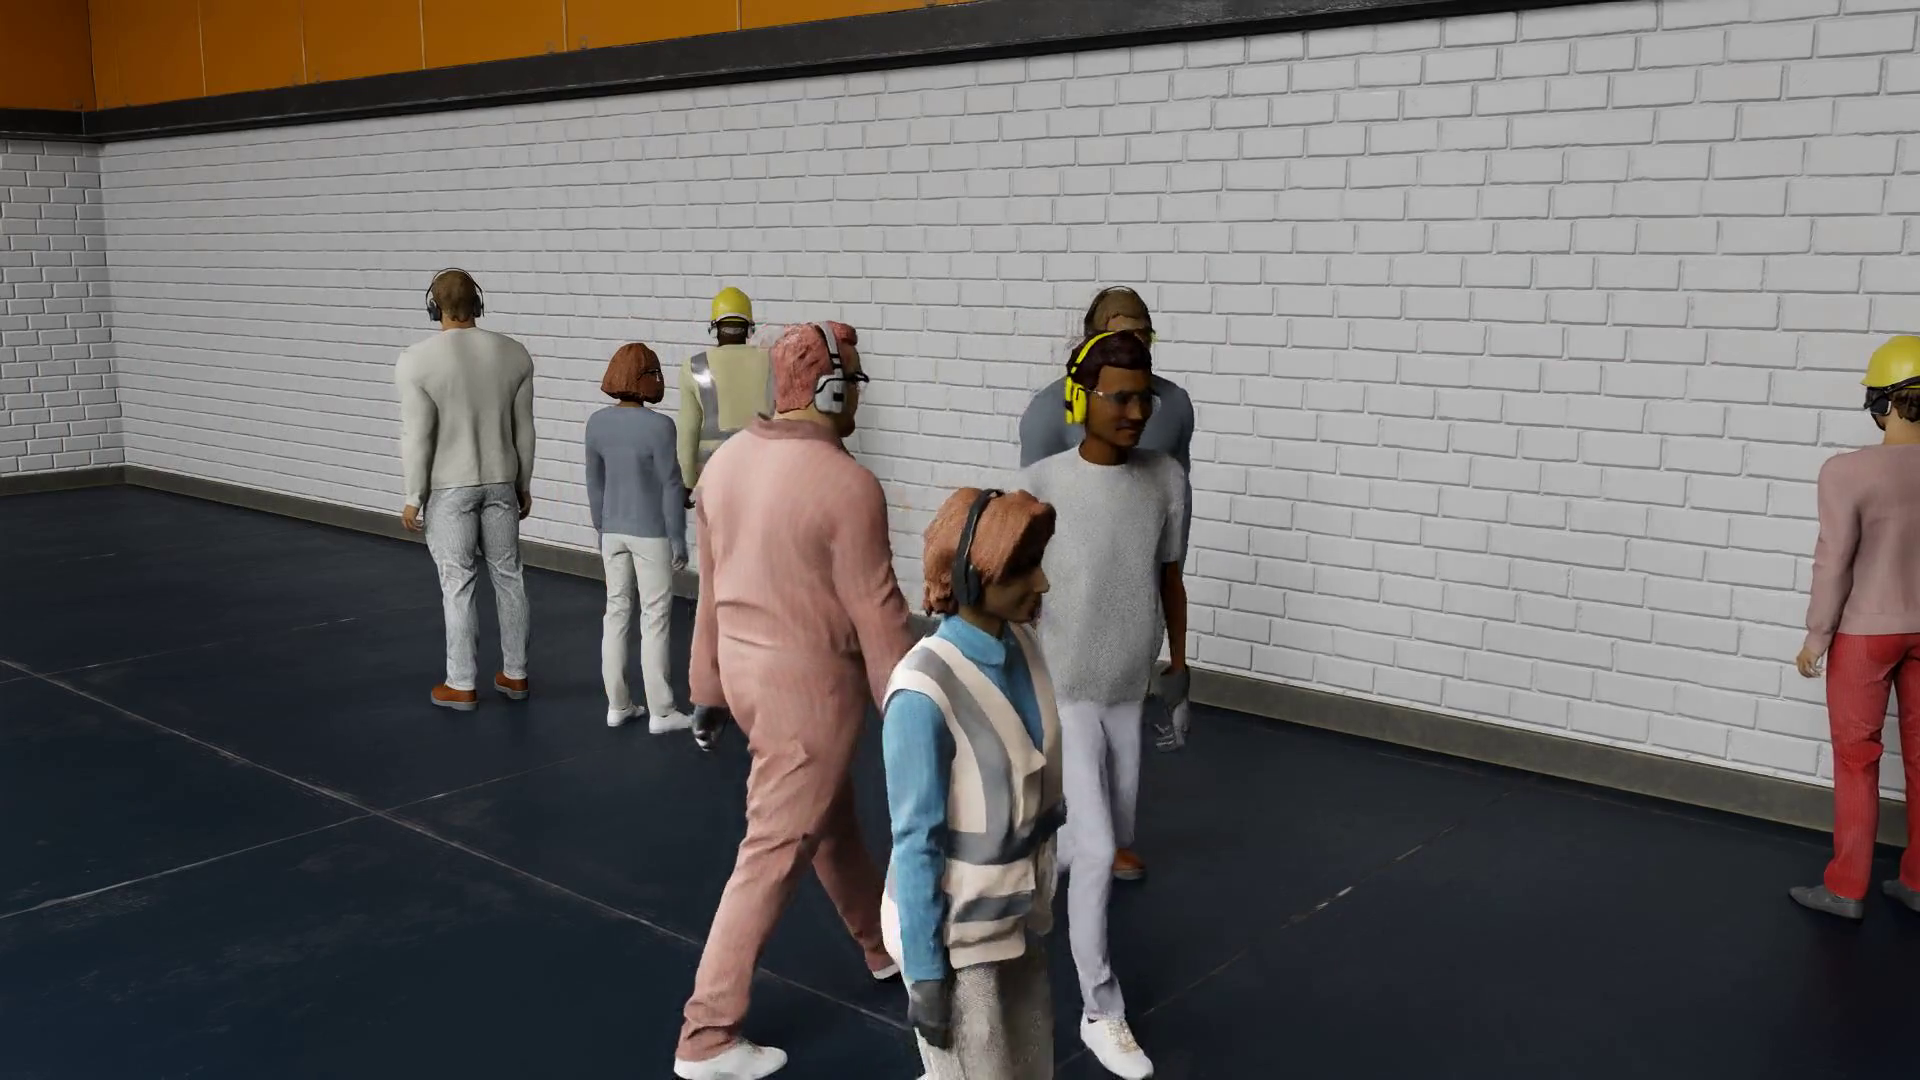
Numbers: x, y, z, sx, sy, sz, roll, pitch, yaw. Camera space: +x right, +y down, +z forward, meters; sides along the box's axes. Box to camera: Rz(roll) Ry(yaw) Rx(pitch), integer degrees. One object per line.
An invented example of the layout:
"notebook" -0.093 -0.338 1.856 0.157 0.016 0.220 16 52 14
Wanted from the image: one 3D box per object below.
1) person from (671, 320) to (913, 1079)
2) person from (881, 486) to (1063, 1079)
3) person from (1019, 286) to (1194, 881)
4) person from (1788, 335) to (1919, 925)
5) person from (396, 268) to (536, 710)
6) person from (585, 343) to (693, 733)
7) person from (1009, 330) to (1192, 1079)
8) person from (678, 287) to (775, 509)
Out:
"person" -0.360 0.381 4.186 1.039 1.846 0.649 -8 13 -40
"person" -0.031 0.697 3.009 0.530 1.623 0.510 5 11 26
"person" 0.437 0.106 5.572 0.642 1.916 0.777 -5 11 -26
"person" 2.770 0.276 4.989 0.526 1.769 0.328 -1 10 -6
"person" -2.160 -0.218 7.325 0.627 1.935 0.371 -9 13 -41
"person" -1.341 -0.007 6.975 0.498 1.634 0.280 6 12 31
"person" 0.306 0.368 4.291 0.534 1.843 0.781 -5 11 -28
"person" -1.122 -0.343 8.326 0.600 1.830 0.403 -4 11 -22
